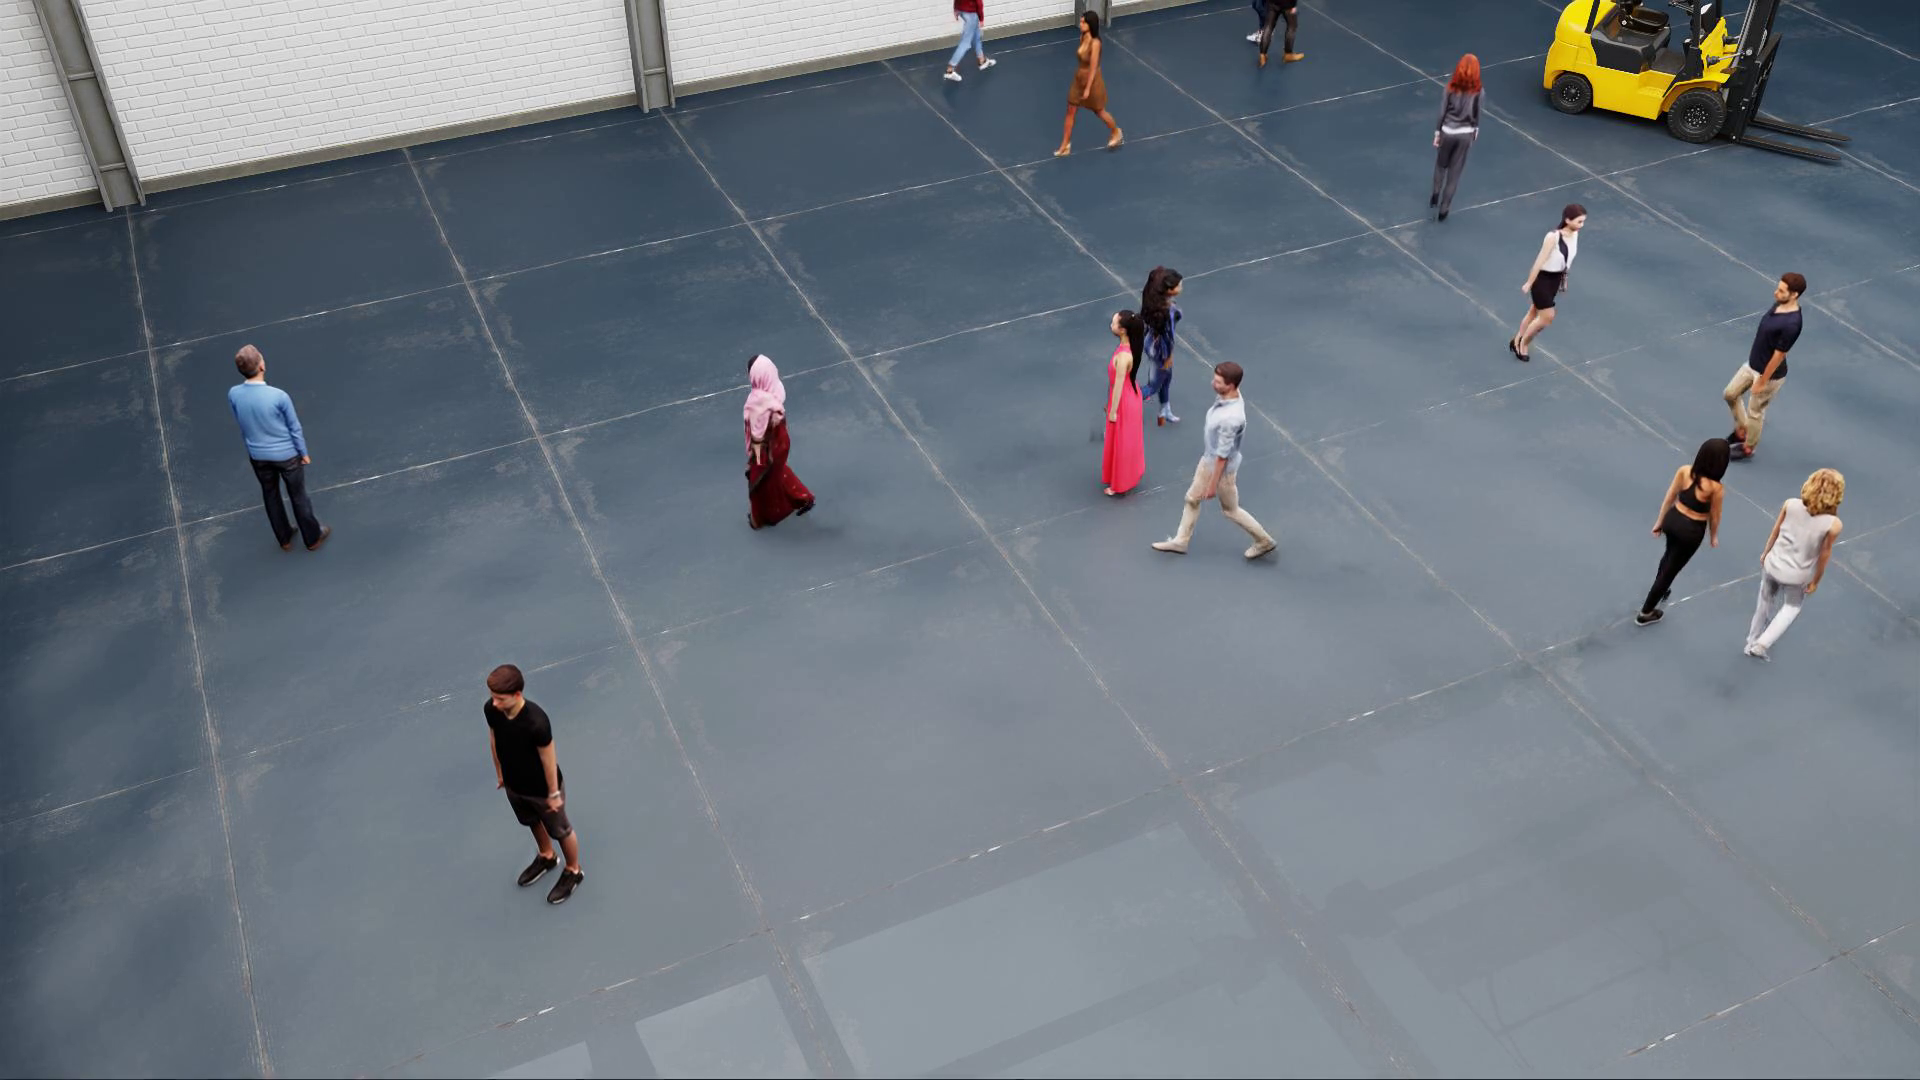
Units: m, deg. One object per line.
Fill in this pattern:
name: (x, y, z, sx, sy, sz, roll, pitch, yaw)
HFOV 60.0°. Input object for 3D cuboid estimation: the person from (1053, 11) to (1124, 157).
person: (1.513, -5.067, 18.569, 1.082, 1.649, 0.605, -19, 42, -22)

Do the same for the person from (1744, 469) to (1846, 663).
person: (5.910, 0.219, 11.943, 0.780, 1.659, 0.714, -31, 48, -32)

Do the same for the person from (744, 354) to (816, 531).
person: (-1.449, -0.754, 13.182, 0.958, 1.633, 0.895, 11, 40, 14)

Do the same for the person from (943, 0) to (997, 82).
person: (0.055, -6.377, 20.253, 1.135, 1.595, 0.738, -23, 44, -26)

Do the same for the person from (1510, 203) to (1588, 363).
person: (5.283, -2.370, 15.210, 0.630, 1.626, 0.700, -24, 44, -27)

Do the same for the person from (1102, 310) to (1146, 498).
person: (1.340, -1.115, 13.561, 0.764, 1.724, 0.709, 11, 40, 14)

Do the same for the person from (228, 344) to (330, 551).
person: (-5.362, -0.706, 12.978, 0.656, 1.813, 0.780, 1, 39, 2)

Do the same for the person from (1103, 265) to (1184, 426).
person: (1.639, -1.603, 14.270, 1.017, 1.603, 0.735, -9, 40, -12)

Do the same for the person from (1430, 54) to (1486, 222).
person: (5.163, -4.144, 17.335, 0.826, 1.748, 0.885, 13, 40, 16)

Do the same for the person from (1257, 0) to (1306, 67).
person: (3.953, -6.684, 20.551, 0.848, 1.704, 0.887, 30, 47, 32)

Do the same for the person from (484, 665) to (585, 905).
person: (-2.611, 1.462, 10.225, 0.744, 1.860, 0.778, 18, 42, 21)

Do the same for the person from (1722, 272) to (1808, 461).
person: (6.798, -1.407, 13.838, 0.780, 1.835, 0.770, 5, 39, 6)

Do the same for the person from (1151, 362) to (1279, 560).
person: (2.104, -0.555, 12.789, 1.304, 1.813, 1.015, 0, 39, 0)

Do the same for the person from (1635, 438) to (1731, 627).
person: (5.280, -0.027, 12.278, 0.735, 1.625, 0.579, -20, 43, -23)

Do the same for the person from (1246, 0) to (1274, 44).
person: (3.970, -7.178, 21.116, 0.635, 1.770, 0.667, -6, 39, -8)
